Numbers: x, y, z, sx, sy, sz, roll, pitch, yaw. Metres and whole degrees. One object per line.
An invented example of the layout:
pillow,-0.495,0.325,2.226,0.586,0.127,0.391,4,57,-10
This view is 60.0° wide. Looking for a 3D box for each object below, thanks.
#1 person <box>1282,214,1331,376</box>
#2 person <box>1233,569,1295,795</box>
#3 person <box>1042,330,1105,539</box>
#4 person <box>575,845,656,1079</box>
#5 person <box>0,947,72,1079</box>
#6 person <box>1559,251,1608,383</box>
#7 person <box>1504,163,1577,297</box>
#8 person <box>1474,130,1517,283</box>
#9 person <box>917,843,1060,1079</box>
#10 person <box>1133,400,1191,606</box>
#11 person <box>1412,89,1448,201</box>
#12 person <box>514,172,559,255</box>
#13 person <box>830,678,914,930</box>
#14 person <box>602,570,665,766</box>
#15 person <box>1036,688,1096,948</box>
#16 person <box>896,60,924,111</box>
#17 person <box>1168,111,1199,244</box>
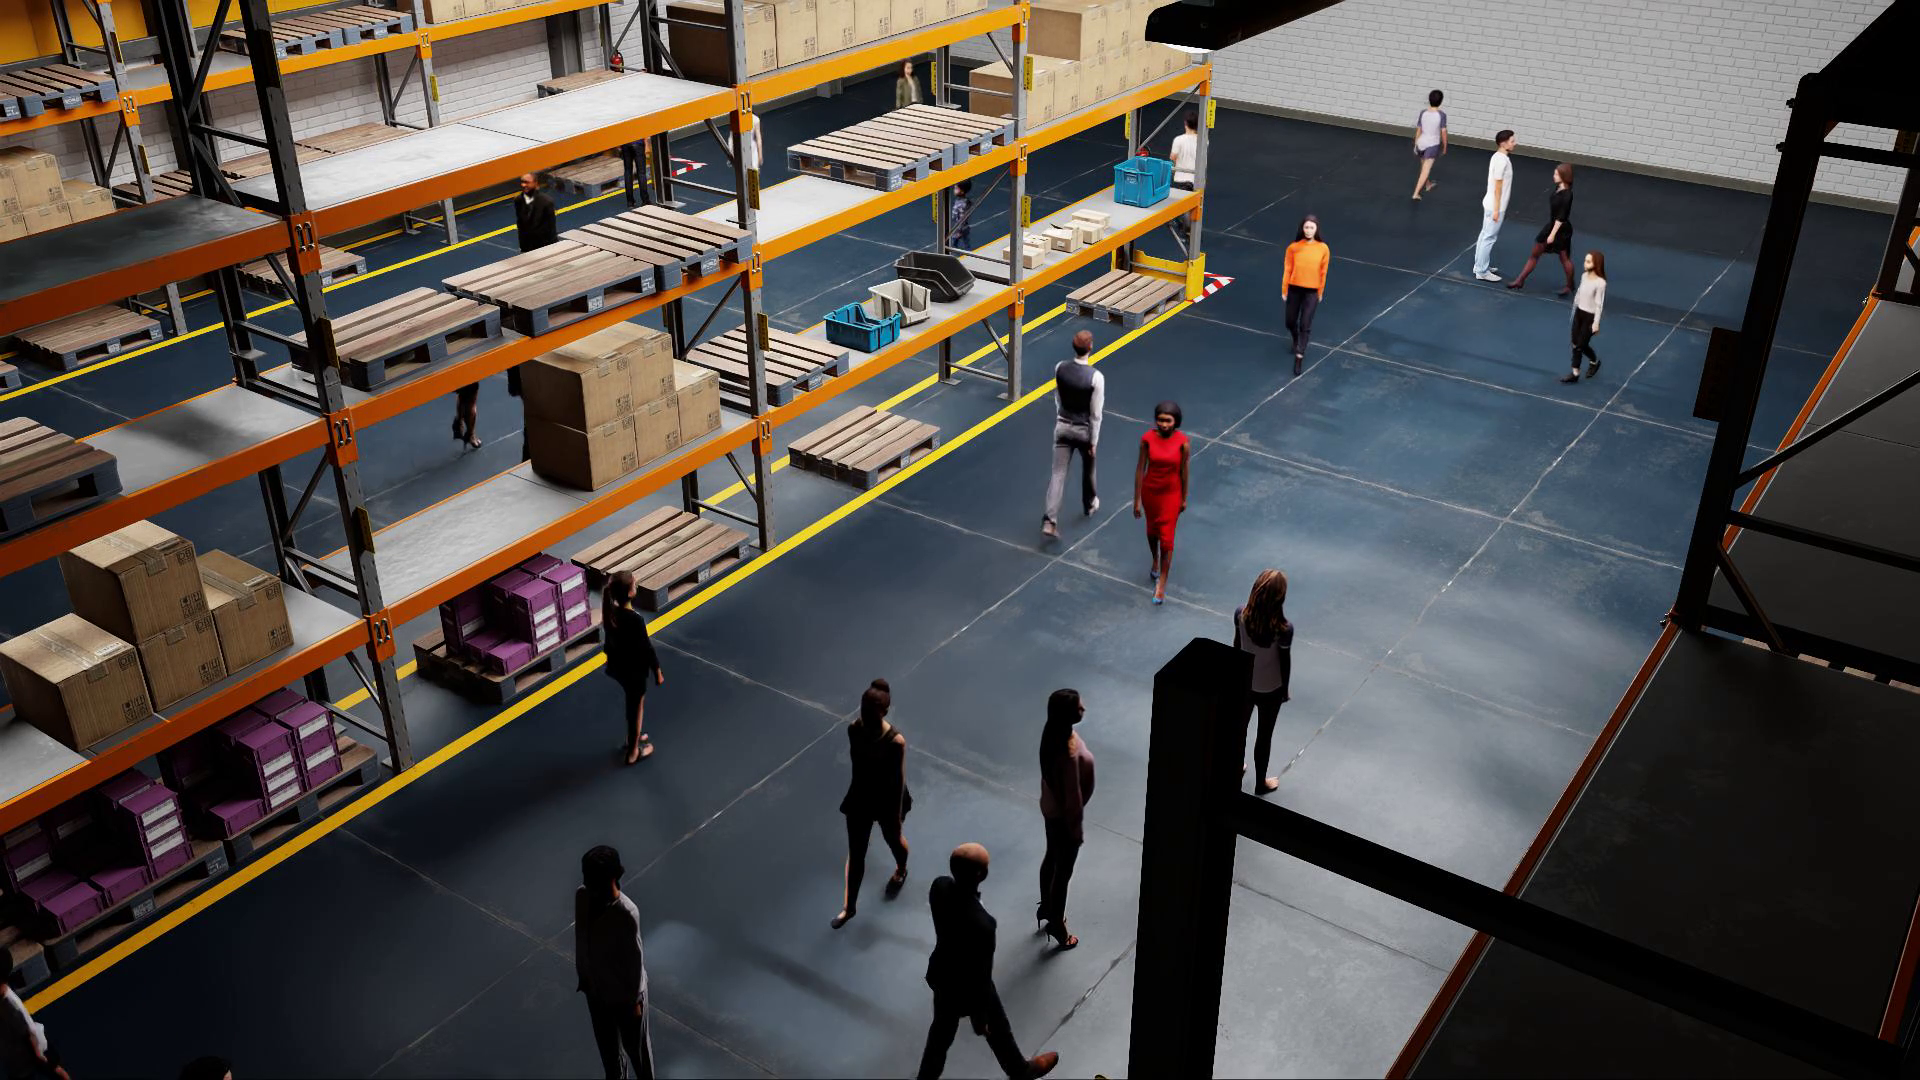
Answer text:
person,3.755,-2.719,18.177,0.871,1.725,1.110,6,29,10
person,2.047,0.969,11.408,0.606,1.732,0.556,22,35,34
person,0.970,-0.917,14.682,0.785,1.909,1.288,13,31,22
person,-1.834,2.344,8.843,0.600,1.774,0.548,16,32,27
person,-4.934,2.638,8.865,0.572,1.237,0.800,25,37,38
person,6.772,-2.386,17.825,0.817,1.477,0.742,-10,30,-18
person,7.281,-3.675,20.005,1.083,1.652,1.106,0,29,0
person,6.661,-4.183,20.714,0.813,1.865,0.663,5,29,10
person,-0.045,2.376,8.796,1.186,1.762,0.976,-17,33,-29
person,1.685,-0.387,13.914,0.852,1.713,1.100,6,29,11
person,6.635,-5.580,23.637,0.642,1.517,1.071,23,36,36
person,-4.788,-3.359,19.174,0.818,1.893,0.939,9,30,17
person,-0.467,1.578,10.379,0.640,1.648,0.963,16,32,26
person,-2.379,0.923,11.684,0.562,1.547,0.574,18,33,29
person,0.606,1.670,10.040,0.739,1.811,0.686,-6,29,-10
person,-0.810,-6.677,25.724,0.979,1.446,0.808,-21,35,-34
person,3.025,-4.766,21.969,1.060,1.687,1.041,-10,30,-17
